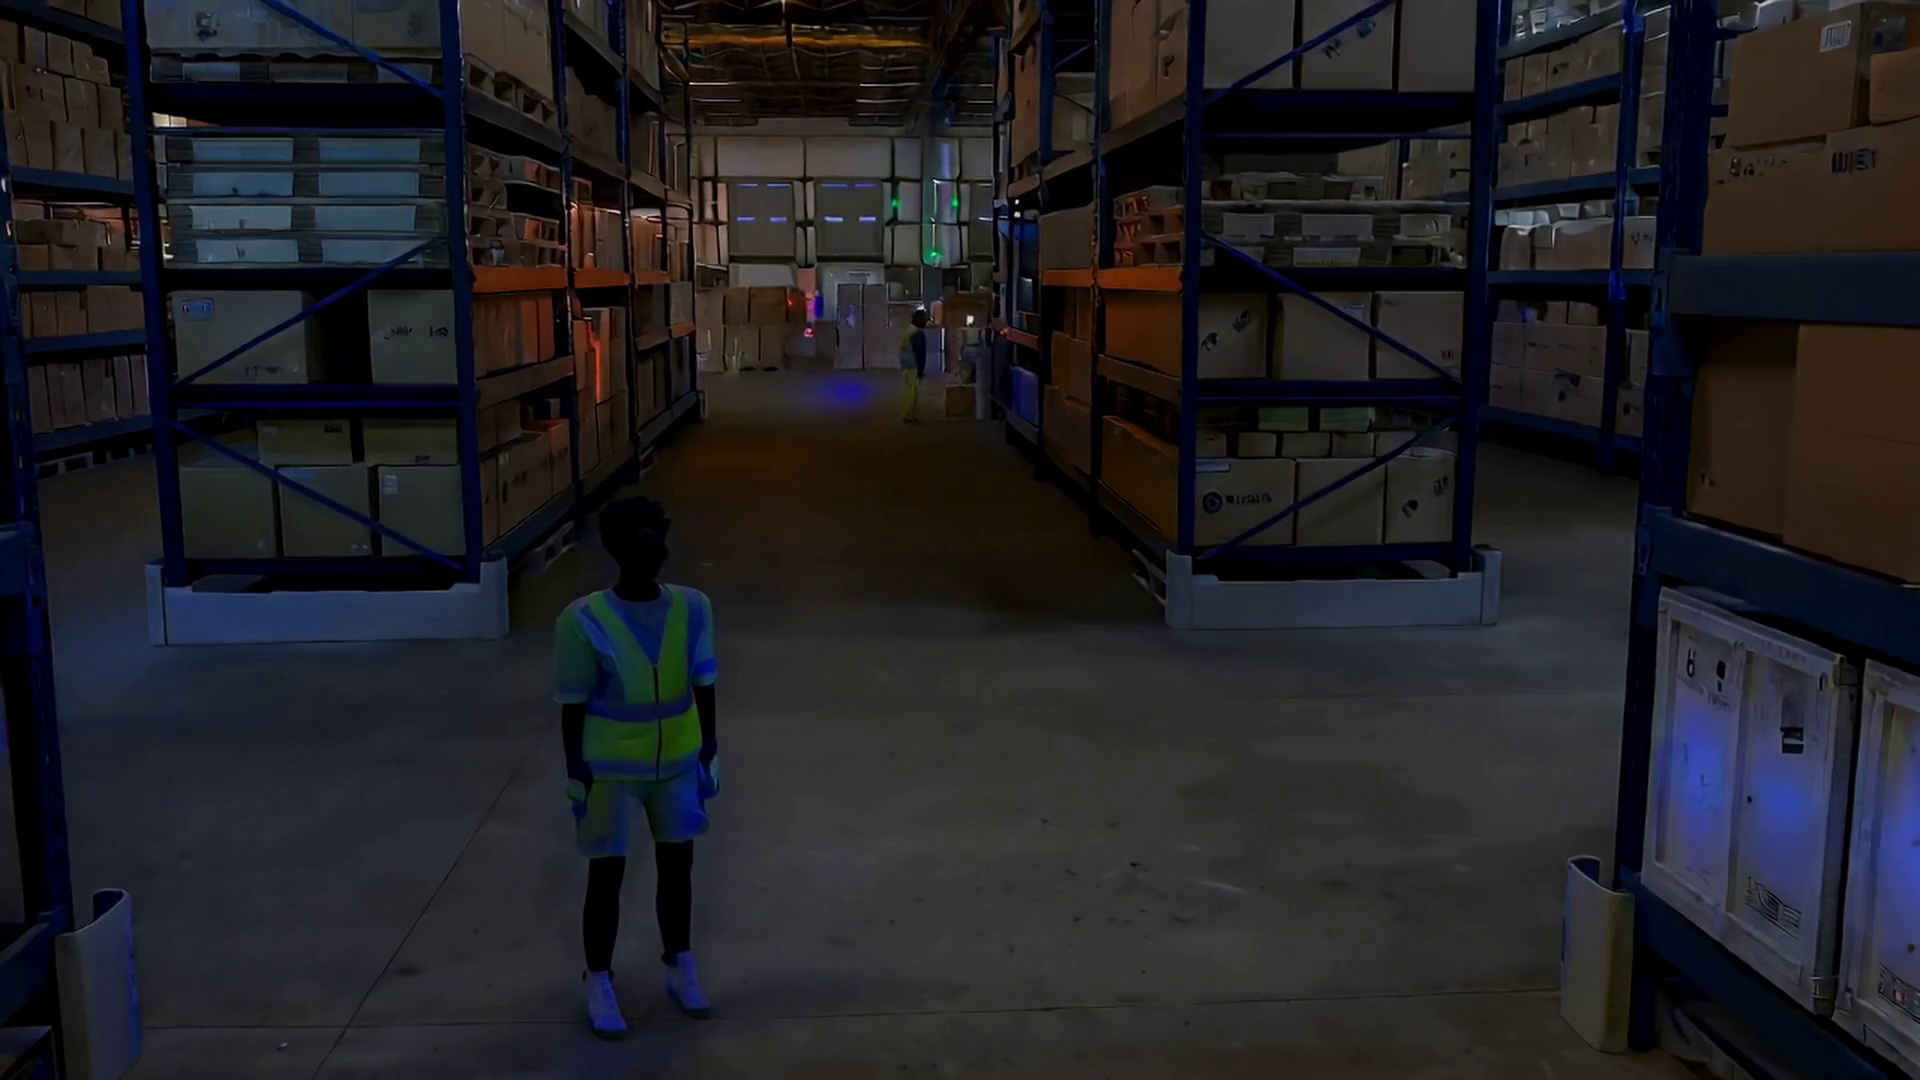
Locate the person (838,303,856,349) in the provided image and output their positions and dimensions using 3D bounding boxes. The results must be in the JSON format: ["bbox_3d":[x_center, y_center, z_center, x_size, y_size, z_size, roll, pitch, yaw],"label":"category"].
[{"bbox_3d":[-3.096,-5.844,46.561,0.885,1.595,0.511,0,9,1],"label":"person"}]

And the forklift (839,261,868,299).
[{"bbox_3d":[-3.639,-8.143,56.963,1.129,2.768,1.873,3,10,20],"label":"forklift"}]

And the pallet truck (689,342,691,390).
[{"bbox_3d":[-5.225,-3.008,27.480,1.885,1.965,0.823,2,9,14],"label":"pallet truck"}]

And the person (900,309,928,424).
[{"bbox_3d":[-0.723,-2.742,26.380,0.432,1.828,0.643,-3,9,-18],"label":"person"}]

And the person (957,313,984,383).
[{"bbox_3d":[0.209,-3.585,32.240,0.525,1.634,0.311,0,9,-2],"label":"person"}]

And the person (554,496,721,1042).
[{"bbox_3d":[-0.994,0.698,5.176,0.536,1.691,0.319,-6,11,-33],"label":"person"}]

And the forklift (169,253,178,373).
[{"bbox_3d":[-15.961,-4.630,34.905,1.129,2.768,1.873,-1,9,-4],"label":"forklift"}]

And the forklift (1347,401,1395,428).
[{"bbox_3d":[4.920,-2.521,21.658,1.129,2.768,1.873,-1,9,-4],"label":"forklift"}]

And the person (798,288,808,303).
[{"bbox_3d":[-5.443,-7.704,57.189,0.371,1.928,0.543,2,9,13],"label":"person"}]
